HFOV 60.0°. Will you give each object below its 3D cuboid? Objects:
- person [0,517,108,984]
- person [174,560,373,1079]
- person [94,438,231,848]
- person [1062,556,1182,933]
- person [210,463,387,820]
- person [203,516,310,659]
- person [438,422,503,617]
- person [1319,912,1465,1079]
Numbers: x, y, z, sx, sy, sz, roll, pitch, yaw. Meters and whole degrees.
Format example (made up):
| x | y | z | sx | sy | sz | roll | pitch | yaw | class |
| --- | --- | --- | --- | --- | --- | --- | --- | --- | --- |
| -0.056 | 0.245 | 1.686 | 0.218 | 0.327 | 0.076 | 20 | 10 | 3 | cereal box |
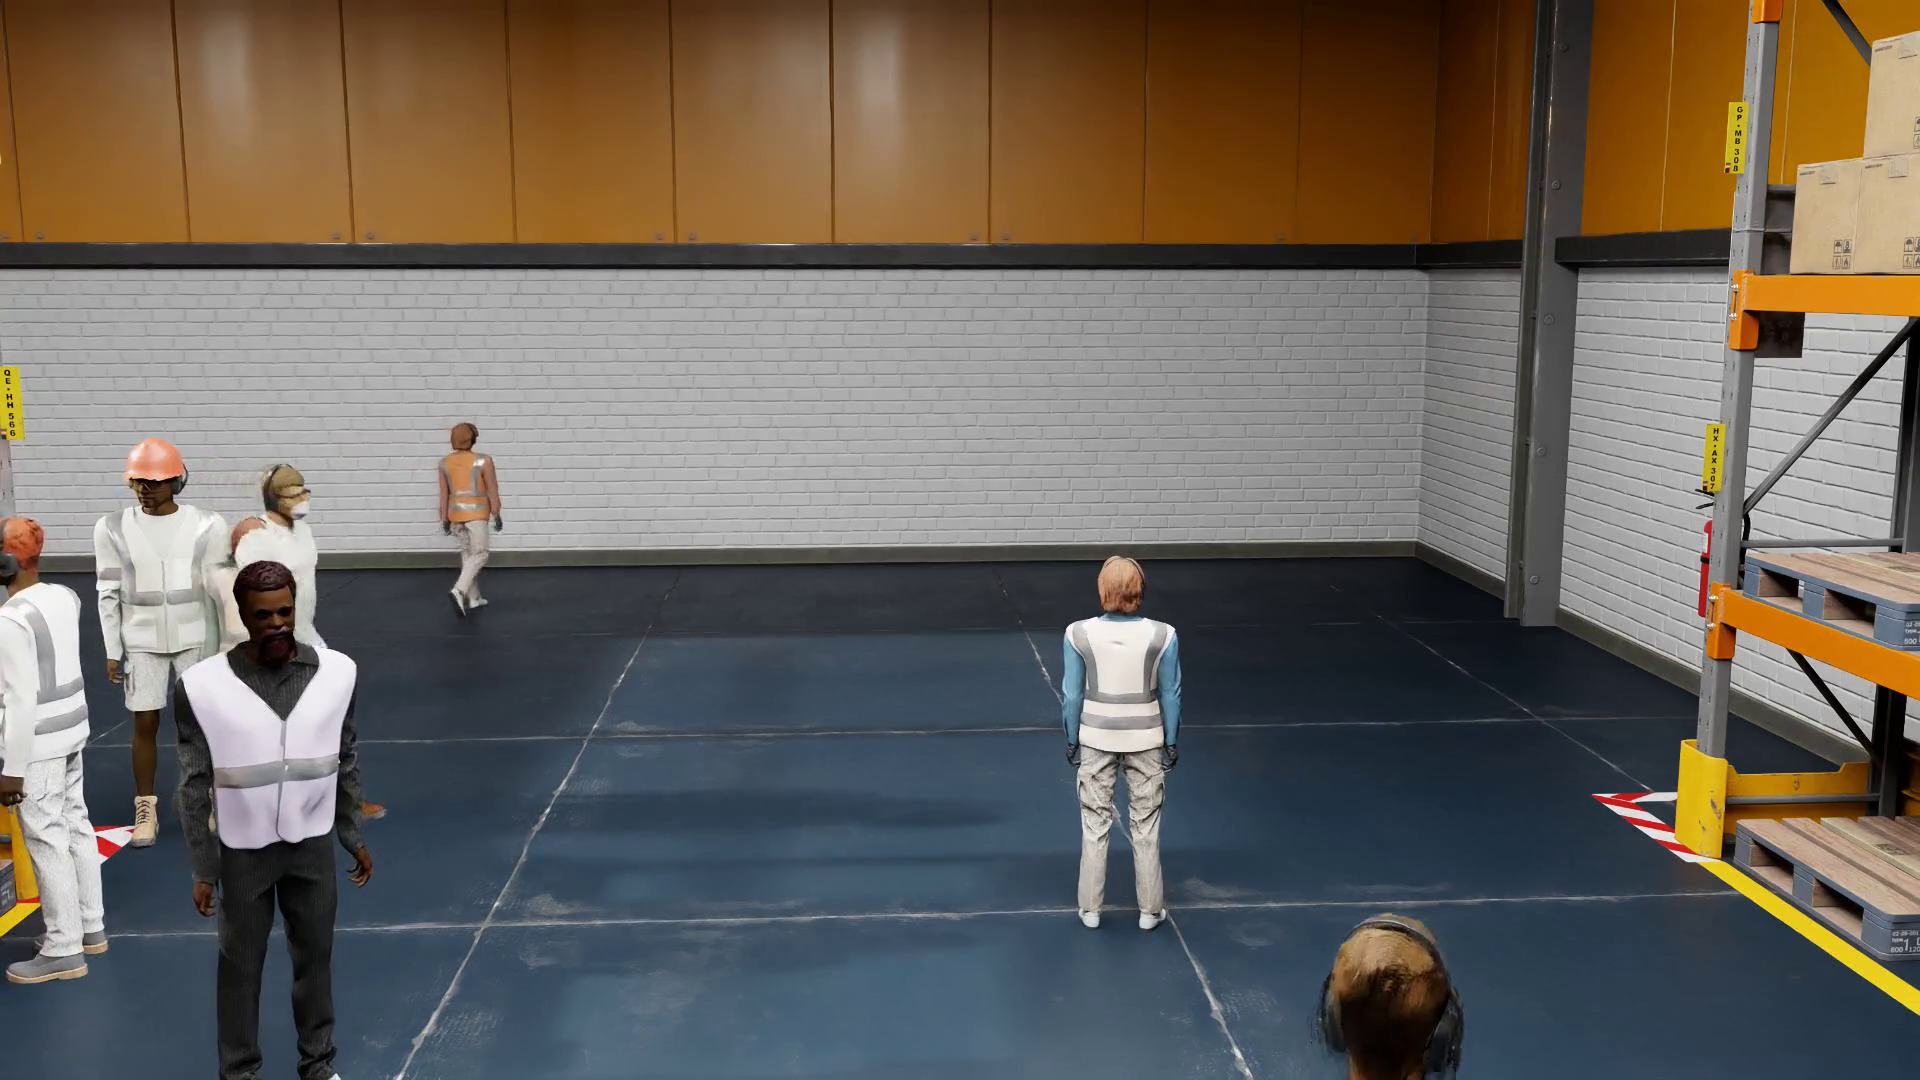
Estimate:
| x | y | z | sx | sy | sz | roll | pitch | yaw | class |
| --- | --- | --- | --- | --- | --- | --- | --- | --- | --- |
| -3.704 | 0.835 | 6.704 | 0.337 | 1.883 | 0.584 | -1 | 9 | -6 | person |
| -2.260 | 1.008 | 5.507 | 0.587 | 1.920 | 0.394 | -8 | 12 | -40 | person |
| -3.941 | 0.504 | 8.293 | 0.609 | 2.040 | 0.394 | -4 | 10 | -25 | person |
| 0.694 | 0.884 | 7.158 | 0.514 | 1.643 | 0.307 | 1 | 9 | 8 | person |
| -3.532 | 0.540 | 8.540 | 0.973 | 1.899 | 0.625 | 1 | 9 | 5 | person |
| -3.546 | 0.691 | 8.411 | 0.541 | 1.626 | 0.398 | 0 | 9 | -2 | person |
| -4.131 | -0.175 | 13.892 | 0.521 | 1.612 | 0.699 | 3 | 9 | 17 | person |
| 0.682 | 1.502 | 2.677 | 0.543 | 1.834 | 0.441 | 5 | 10 | 26 | person |
